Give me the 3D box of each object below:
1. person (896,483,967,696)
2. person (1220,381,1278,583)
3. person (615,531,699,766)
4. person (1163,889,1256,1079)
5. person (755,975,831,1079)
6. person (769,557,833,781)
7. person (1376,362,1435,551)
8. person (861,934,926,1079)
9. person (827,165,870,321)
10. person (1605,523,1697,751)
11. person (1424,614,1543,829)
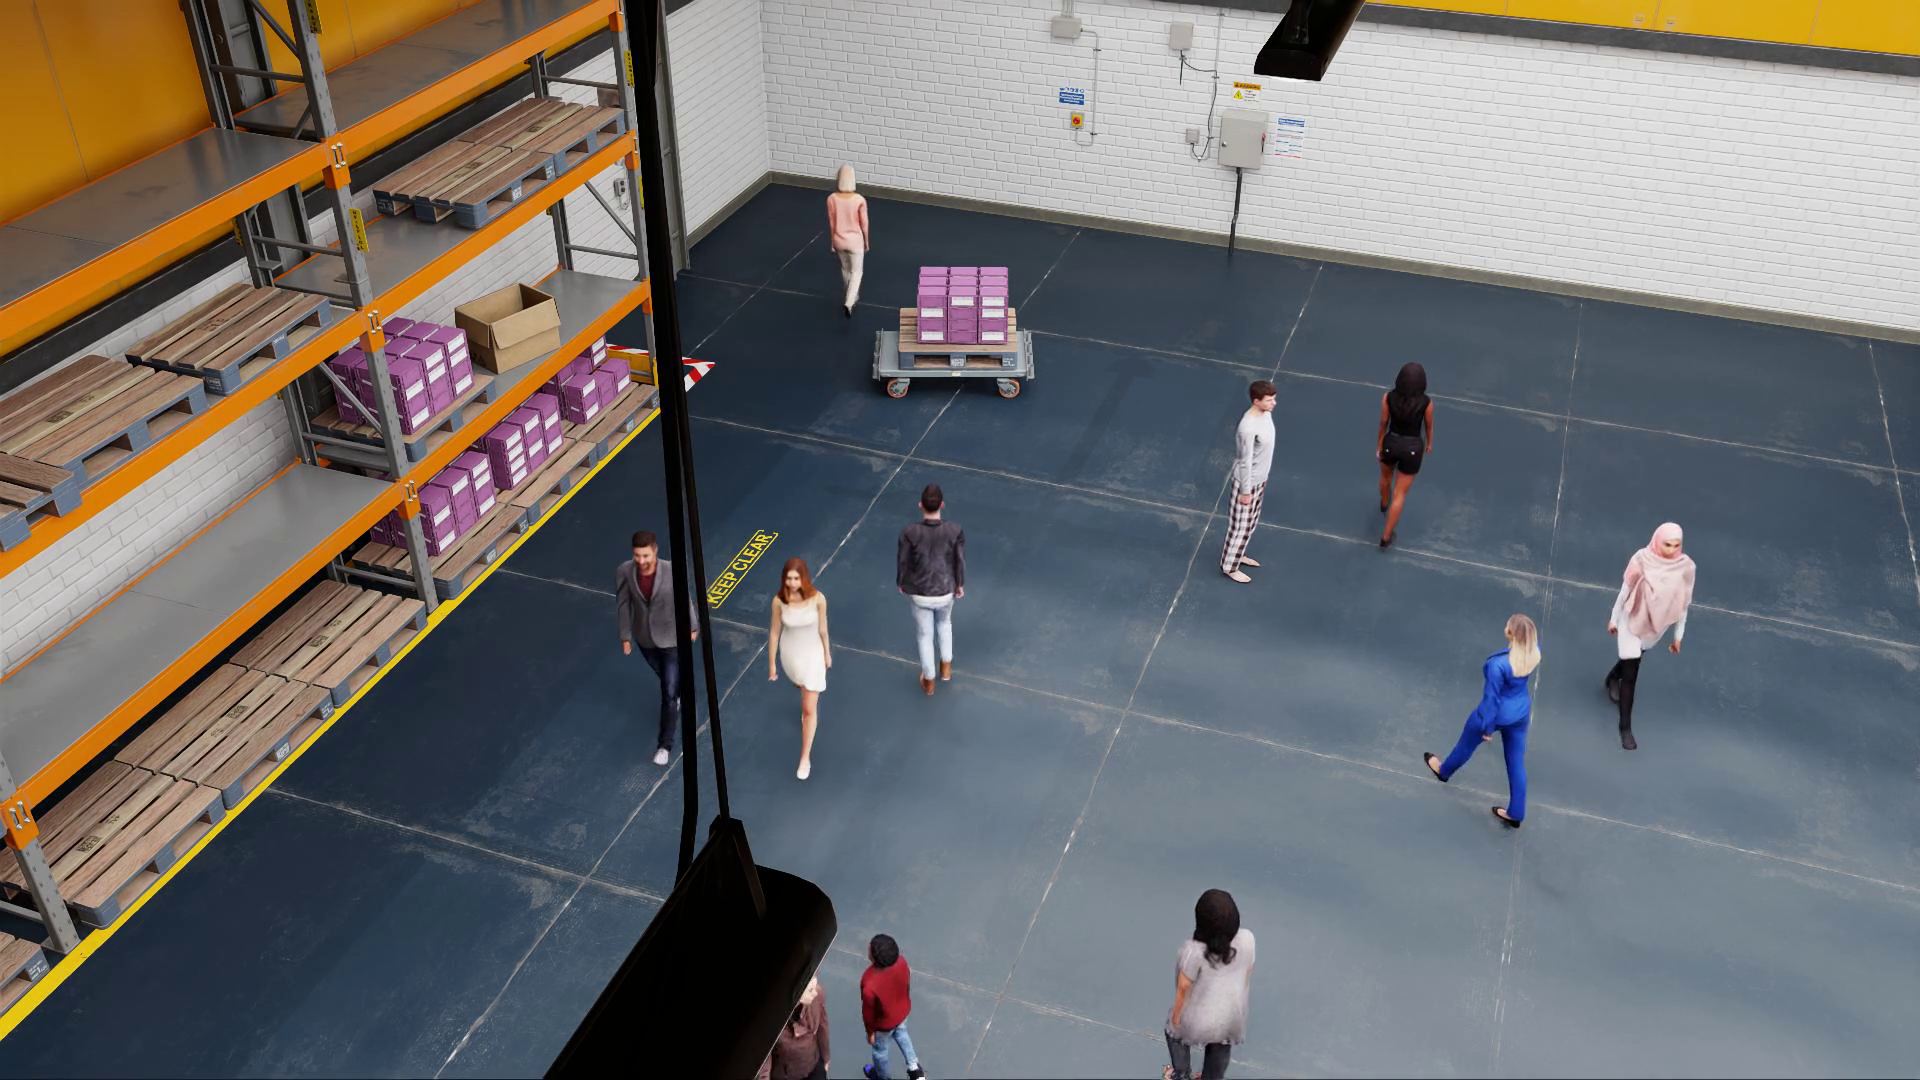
[{"bbox_3d":[-0.199,0.429,12.569,0.762,1.826,0.782,-8,34,-12],"label":"person"},{"bbox_3d":[2.438,-0.522,13.981,0.716,1.847,0.517,16,37,23],"label":"person"},{"bbox_3d":[-2.192,0.673,12.213,0.866,1.814,1.241,5,34,8],"label":"person"},{"bbox_3d":[1.440,2.668,9.407,0.777,1.597,0.827,-10,35,-14],"label":"person"},{"bbox_3d":[-0.943,2.858,9.040,0.796,1.688,0.888,-19,38,-26],"label":"person"},{"bbox_3d":[-1.149,0.801,12.158,0.803,1.660,1.224,3,34,4],"label":"person"},{"bbox_3d":[3.803,-0.699,14.375,0.707,1.705,1.070,16,37,23],"label":"person"},{"bbox_3d":[-0.375,2.755,9.593,0.696,1.246,0.667,28,43,35],"label":"person"},{"bbox_3d":[-1.237,-3.229,18.184,0.725,1.702,1.044,5,34,7],"label":"person"},{"bbox_3d":[5.062,0.608,12.373,0.859,1.744,1.261,3,34,4],"label":"person"},{"bbox_3d":[3.806,1.278,11.435,1.097,1.667,1.127,-16,37,-22],"label":"person"}]
